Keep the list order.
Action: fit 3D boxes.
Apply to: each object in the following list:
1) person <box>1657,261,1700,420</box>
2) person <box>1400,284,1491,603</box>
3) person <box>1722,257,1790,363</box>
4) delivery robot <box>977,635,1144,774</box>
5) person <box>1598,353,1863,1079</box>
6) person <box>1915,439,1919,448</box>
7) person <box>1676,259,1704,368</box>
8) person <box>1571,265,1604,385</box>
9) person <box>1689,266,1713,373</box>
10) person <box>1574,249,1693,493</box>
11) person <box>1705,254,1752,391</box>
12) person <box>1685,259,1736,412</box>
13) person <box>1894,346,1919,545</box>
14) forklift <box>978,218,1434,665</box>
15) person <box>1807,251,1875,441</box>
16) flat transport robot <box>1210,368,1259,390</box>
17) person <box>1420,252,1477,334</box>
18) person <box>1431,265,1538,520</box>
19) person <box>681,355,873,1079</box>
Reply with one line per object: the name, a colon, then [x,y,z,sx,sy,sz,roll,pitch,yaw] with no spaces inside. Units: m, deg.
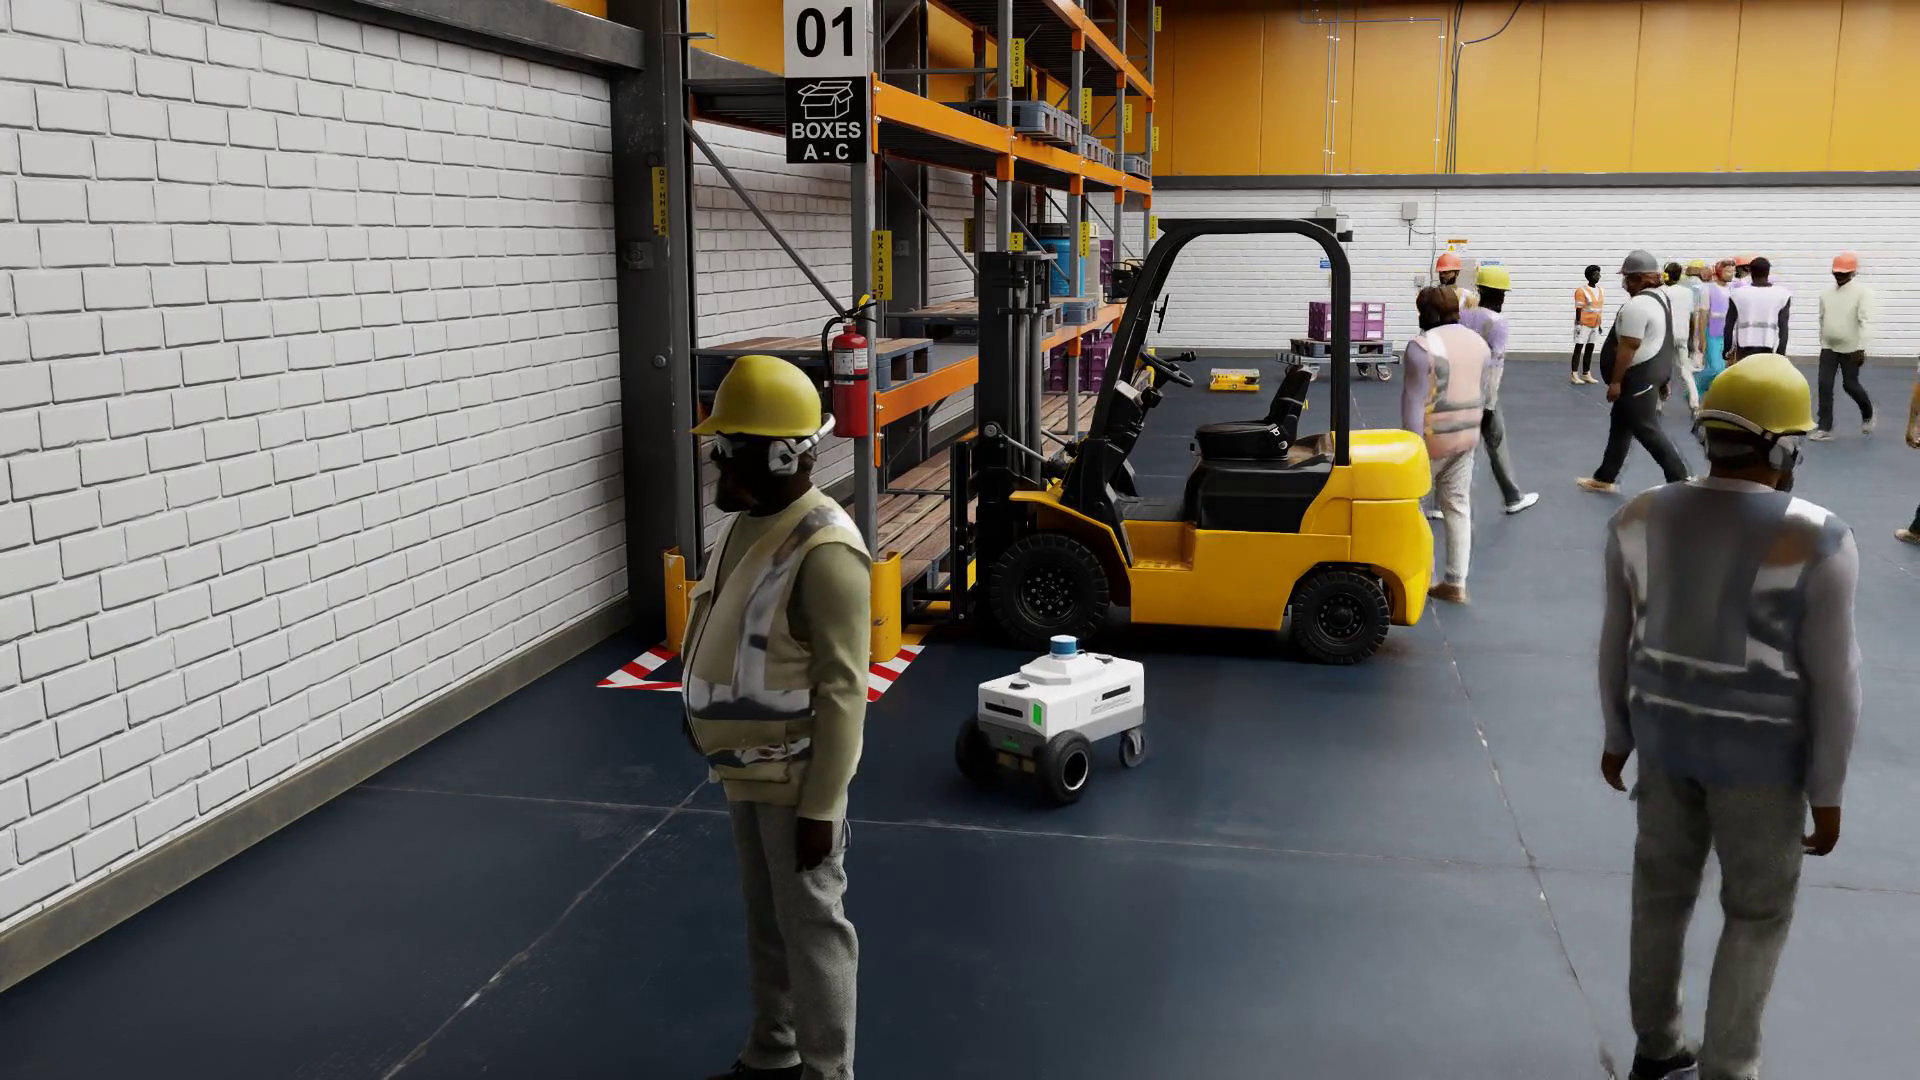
person: [8.265,-2.287,19.116,0.548,1.826,0.828,-3,11,-14]
person: [2.722,-0.549,9.563,0.663,1.818,0.559,-6,12,-30]
person: [8.322,-2.012,17.469,0.582,1.869,0.937,2,11,12]
delivery robot: [0.397,0.611,6.413,0.477,0.478,0.707,9,14,41]
person: [1.803,0.478,3.927,0.404,1.834,0.604,-8,13,-38]
person: [9.566,-1.757,16.042,0.669,1.869,0.824,-5,11,-24]
person: [11.769,-3.637,26.725,0.305,1.736,0.484,-3,11,-17]
person: [8.924,-3.052,23.618,0.533,1.697,0.322,-5,12,-28]
person: [11.472,-3.399,25.690,0.522,1.636,0.309,-6,12,-28]
person: [5.483,-1.337,13.275,0.975,2.000,0.677,8,13,37]
person: [10.366,-2.835,21.988,0.550,1.877,1.056,-10,14,-44]
person: [8.798,-2.342,19.343,0.584,1.833,0.433,-7,12,-32]
person: [6.551,-0.782,10.931,0.520,1.798,0.972,-1,10,-6]
forklift: [1.285,-0.567,8.635,2.313,2.155,1.214,2,11,11]
person: [9.147,-1.998,17.143,0.803,1.955,0.627,-6,12,-29]
flat transport robot: [3.808,-2.234,23.050,0.652,0.197,1.431,2,10,9]
person: [4.711,-1.814,16.169,0.542,1.939,0.363,8,13,39]
person: [3.919,-1.086,12.368,0.982,1.873,0.592,-6,12,-28]
person: [-0.422,0.500,3.769,0.403,1.835,0.586,-5,12,-27]
